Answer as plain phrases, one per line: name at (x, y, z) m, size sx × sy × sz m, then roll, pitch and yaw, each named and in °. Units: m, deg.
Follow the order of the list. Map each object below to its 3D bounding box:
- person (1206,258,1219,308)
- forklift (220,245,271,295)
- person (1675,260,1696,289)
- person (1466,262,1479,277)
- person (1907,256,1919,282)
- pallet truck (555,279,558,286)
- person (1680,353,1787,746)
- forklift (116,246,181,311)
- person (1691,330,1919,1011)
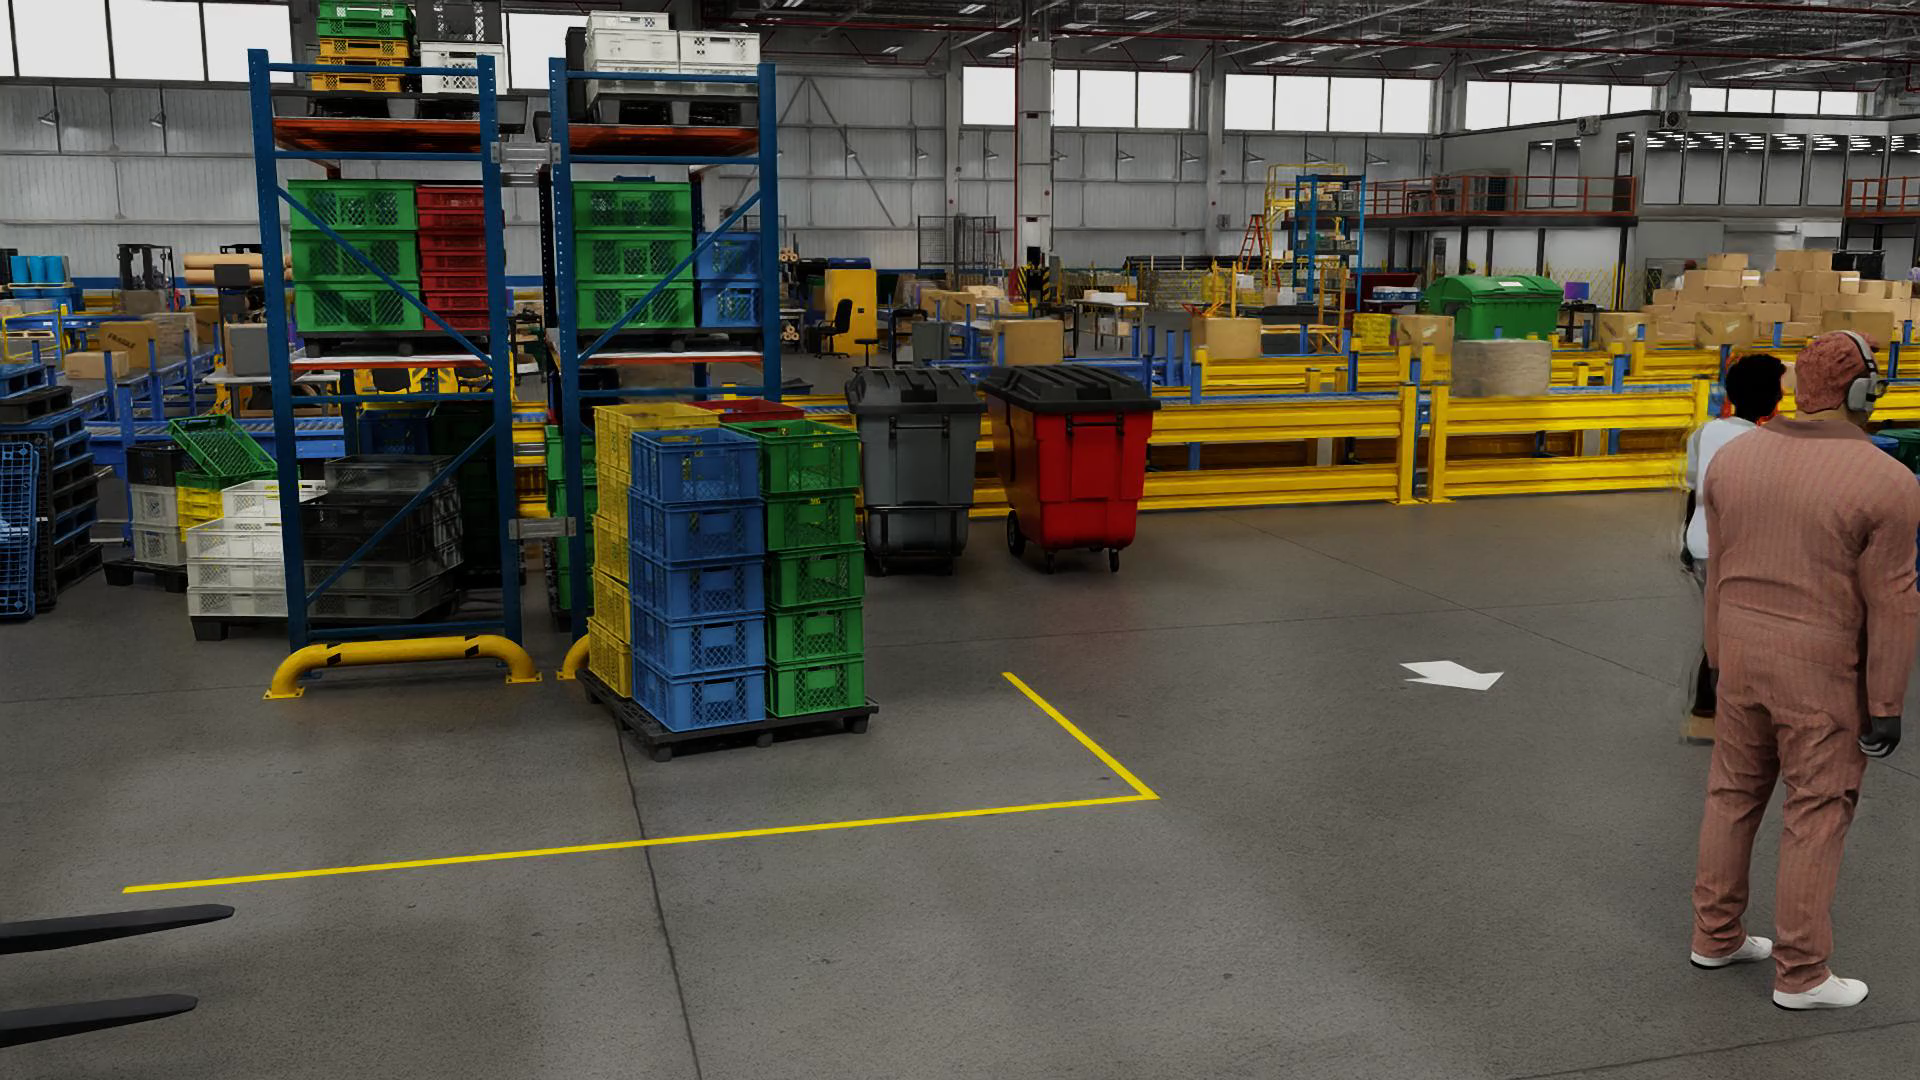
person at (5.321, -5.004, 35.151) m, size 0.335 × 1.873 × 0.520 m, roll 1°, pitch 10°, yaw 3°
forklift at (-17.749, -6.334, 41.440) m, size 1.157 × 1.987 × 2.680 m, roll -3°, pitch 10°, yaw -17°
person at (14.490, -4.657, 33.201) m, size 0.590 × 1.864 × 0.652 m, roll -2°, pitch 10°, yaw -13°
person at (13.544, -6.520, 44.169) m, size 0.527 × 1.721 × 0.938 m, roll -6°, pitch 12°, yaw -32°
person at (24.429, -6.305, 42.346) m, size 0.587 × 1.930 × 0.355 m, roll 4°, pitch 11°, yaw 20°
pallet truck at (-10.604, -6.375, 44.520) m, size 0.653 × 1.274 × 1.630 m, roll -3°, pitch 10°, yaw -15°
person at (3.338, 0.050, 7.061) m, size 0.521 × 1.673 × 0.548 m, roll -2°, pitch 10°, yaw -13°
forklift at (-19.966, -6.232, 40.894) m, size 1.157 × 1.987 × 2.680 m, roll -3°, pitch 10°, yaw -15°
person at (2.388, 0.365, 4.689) m, size 0.399 × 1.900 × 0.636 m, roll -5°, pitch 11°, yaw -27°
